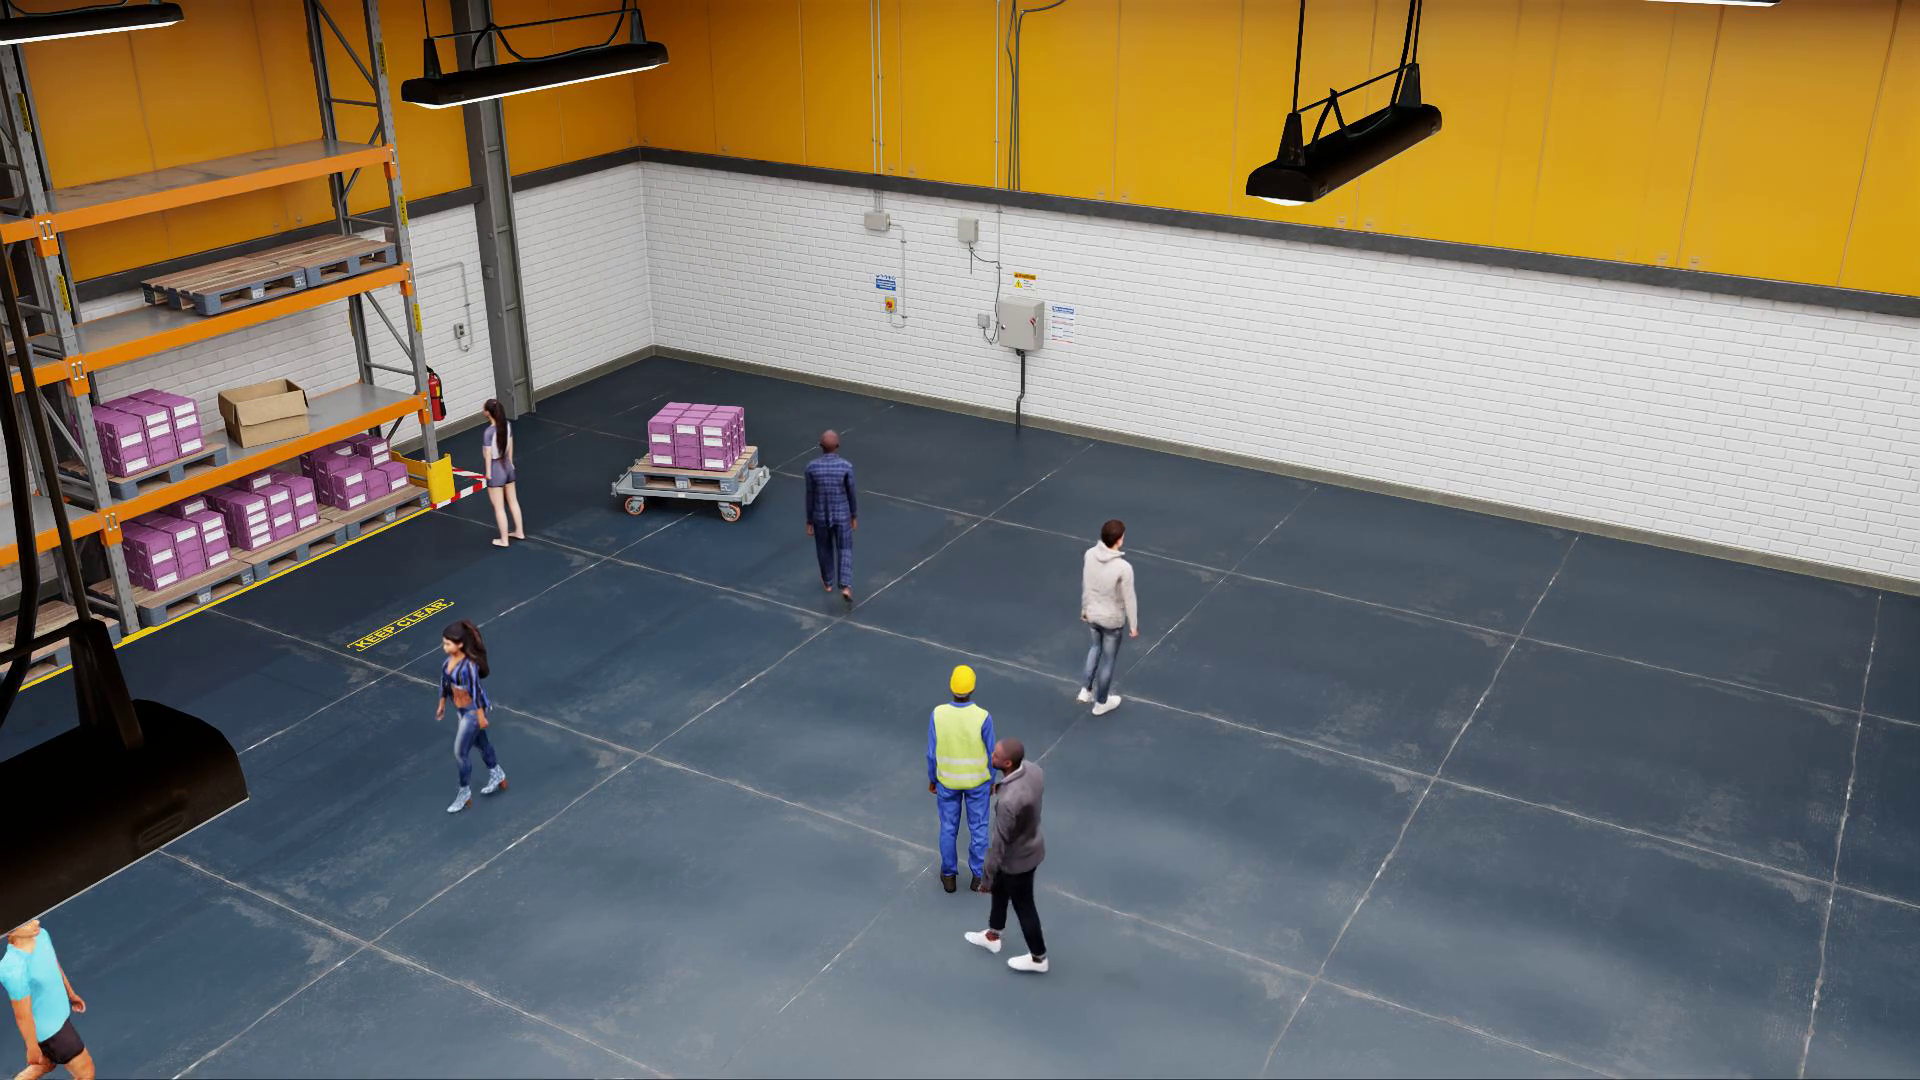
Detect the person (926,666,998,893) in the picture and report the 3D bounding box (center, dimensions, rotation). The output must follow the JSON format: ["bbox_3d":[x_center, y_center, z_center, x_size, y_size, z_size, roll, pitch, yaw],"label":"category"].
[{"bbox_3d":[0.013,1.736,12.134,0.752,1.813,0.727,2,24,4],"label":"person"}]

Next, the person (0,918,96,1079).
[{"bbox_3d":[-5.433,2.837,9.698,1.183,1.745,1.107,-7,25,-15],"label":"person"}]

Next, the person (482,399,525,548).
[{"bbox_3d":[-4.963,-0.733,17.990,0.670,1.646,0.484,10,25,21],"label":"person"}]

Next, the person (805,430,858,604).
[{"bbox_3d":[-1.264,-0.213,16.609,1.029,1.798,1.147,-3,24,-6],"label":"person"}]

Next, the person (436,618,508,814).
[{"bbox_3d":[-3.848,1.349,13.286,0.886,1.598,0.774,-18,29,-35],"label":"person"}]

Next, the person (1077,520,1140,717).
[{"bbox_3d":[1.206,0.702,14.458,0.762,1.845,0.764,19,30,37],"label":"person"}]

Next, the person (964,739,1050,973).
[{"bbox_3d":[0.480,2.148,11.212,0.914,1.794,0.899,8,25,18],"label":"person"}]
